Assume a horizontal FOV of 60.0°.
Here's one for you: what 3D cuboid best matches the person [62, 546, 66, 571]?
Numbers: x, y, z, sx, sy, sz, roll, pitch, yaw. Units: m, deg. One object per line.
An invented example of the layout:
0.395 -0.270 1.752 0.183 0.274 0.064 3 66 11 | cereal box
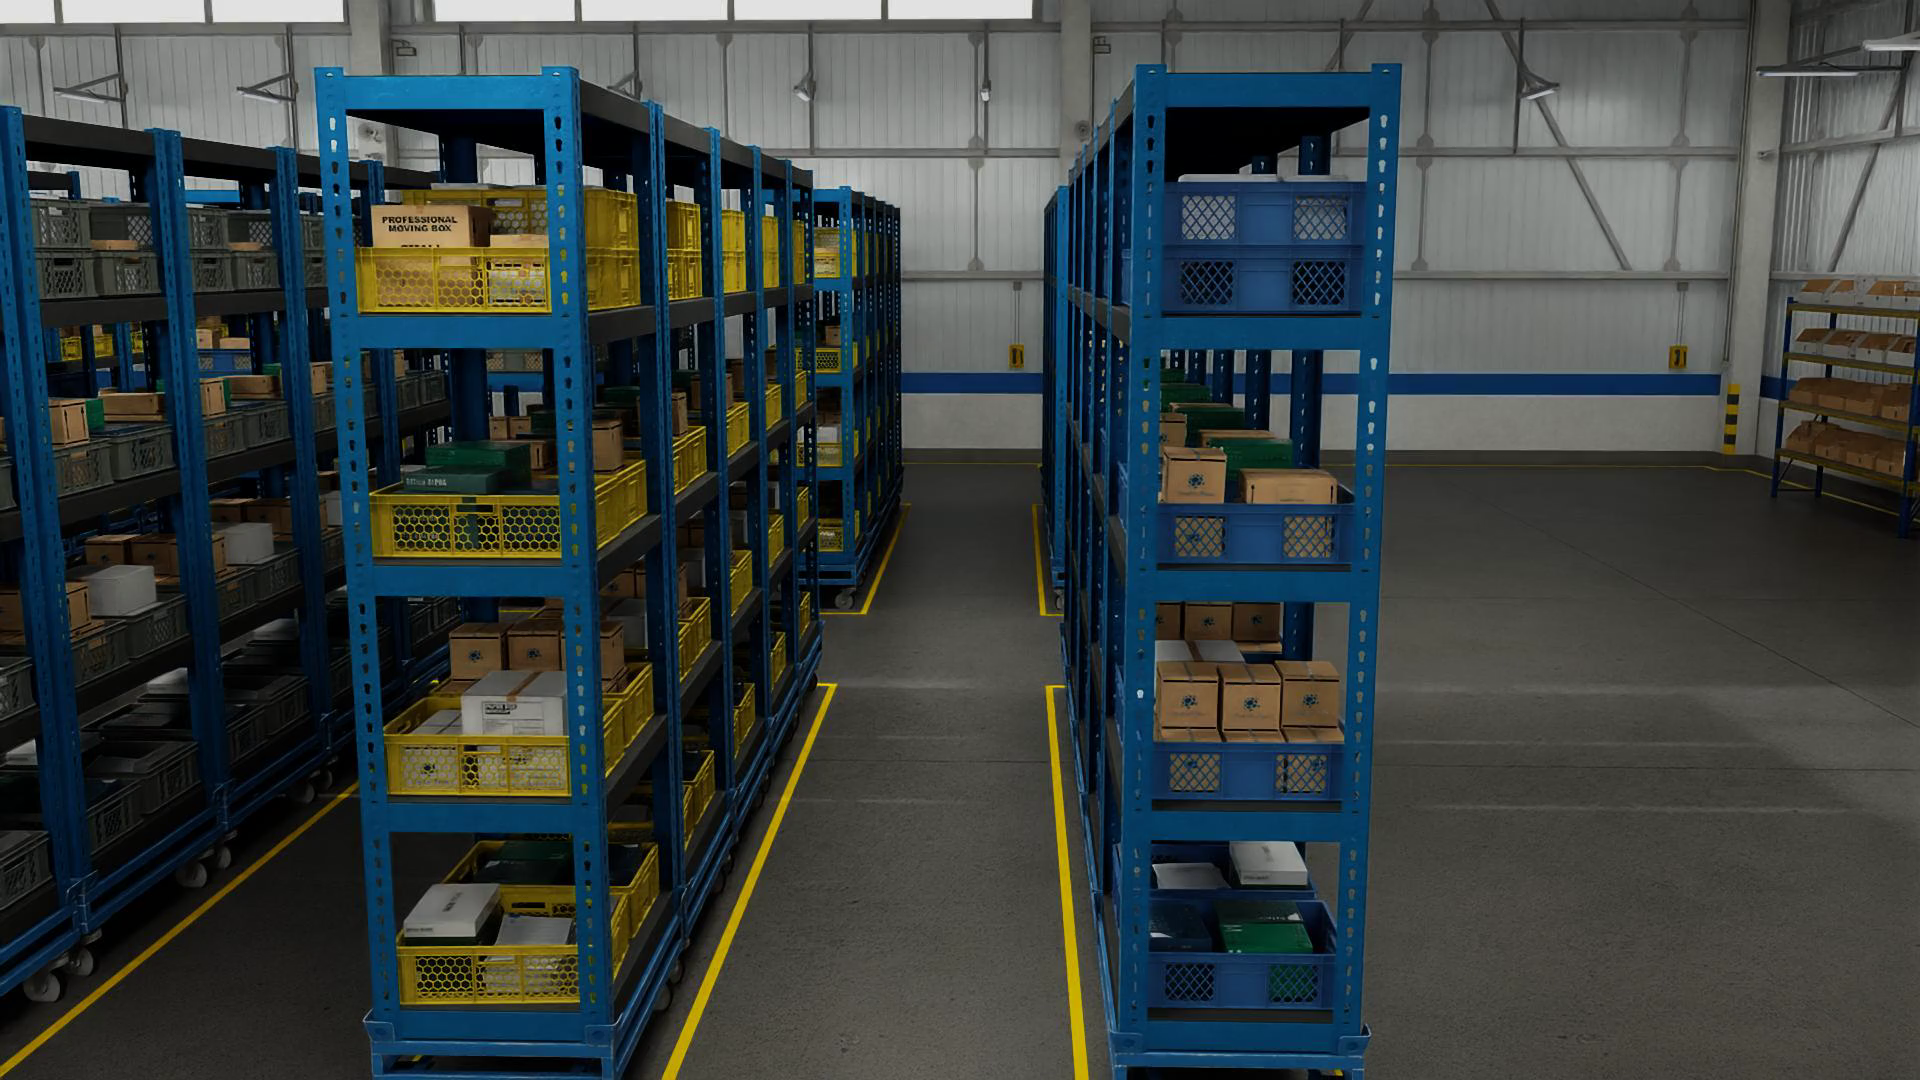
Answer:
-7.887 -0.297 14.186 0.380 1.845 0.570 3 10 19 | person
